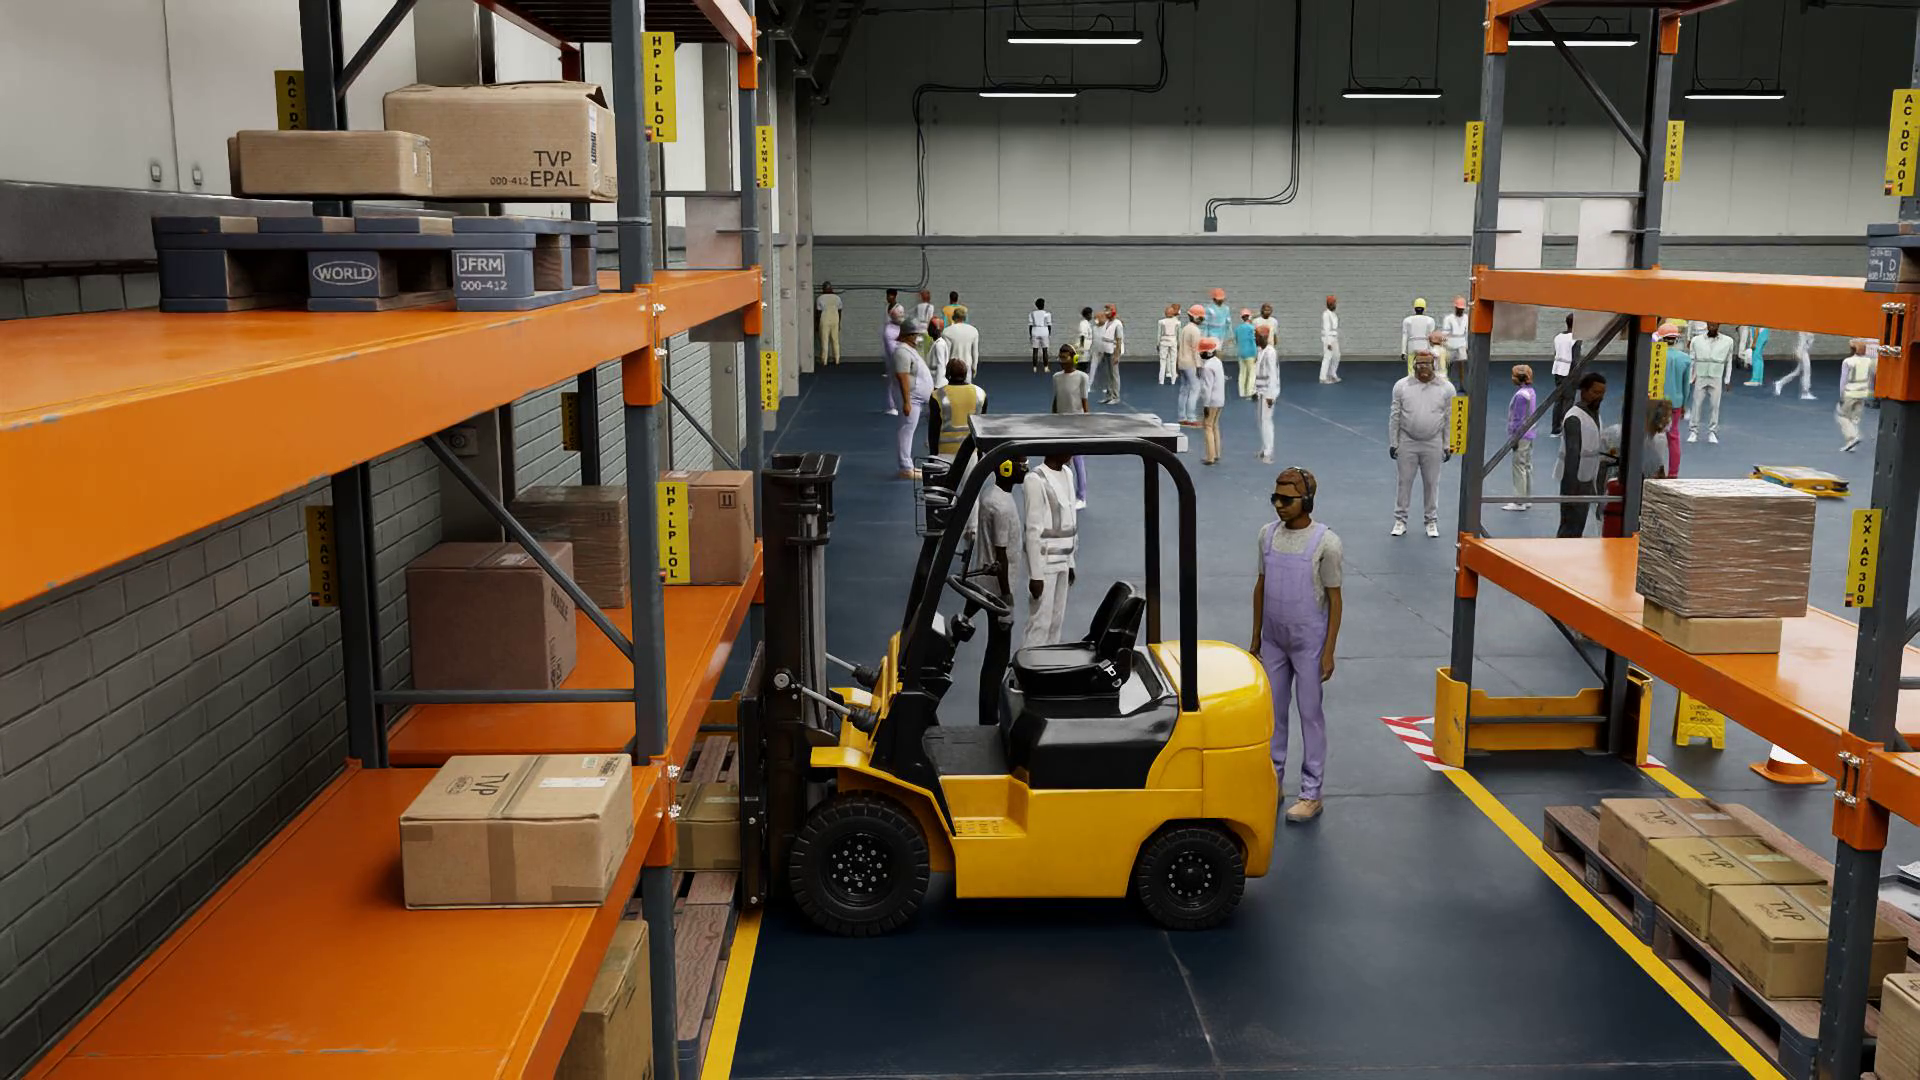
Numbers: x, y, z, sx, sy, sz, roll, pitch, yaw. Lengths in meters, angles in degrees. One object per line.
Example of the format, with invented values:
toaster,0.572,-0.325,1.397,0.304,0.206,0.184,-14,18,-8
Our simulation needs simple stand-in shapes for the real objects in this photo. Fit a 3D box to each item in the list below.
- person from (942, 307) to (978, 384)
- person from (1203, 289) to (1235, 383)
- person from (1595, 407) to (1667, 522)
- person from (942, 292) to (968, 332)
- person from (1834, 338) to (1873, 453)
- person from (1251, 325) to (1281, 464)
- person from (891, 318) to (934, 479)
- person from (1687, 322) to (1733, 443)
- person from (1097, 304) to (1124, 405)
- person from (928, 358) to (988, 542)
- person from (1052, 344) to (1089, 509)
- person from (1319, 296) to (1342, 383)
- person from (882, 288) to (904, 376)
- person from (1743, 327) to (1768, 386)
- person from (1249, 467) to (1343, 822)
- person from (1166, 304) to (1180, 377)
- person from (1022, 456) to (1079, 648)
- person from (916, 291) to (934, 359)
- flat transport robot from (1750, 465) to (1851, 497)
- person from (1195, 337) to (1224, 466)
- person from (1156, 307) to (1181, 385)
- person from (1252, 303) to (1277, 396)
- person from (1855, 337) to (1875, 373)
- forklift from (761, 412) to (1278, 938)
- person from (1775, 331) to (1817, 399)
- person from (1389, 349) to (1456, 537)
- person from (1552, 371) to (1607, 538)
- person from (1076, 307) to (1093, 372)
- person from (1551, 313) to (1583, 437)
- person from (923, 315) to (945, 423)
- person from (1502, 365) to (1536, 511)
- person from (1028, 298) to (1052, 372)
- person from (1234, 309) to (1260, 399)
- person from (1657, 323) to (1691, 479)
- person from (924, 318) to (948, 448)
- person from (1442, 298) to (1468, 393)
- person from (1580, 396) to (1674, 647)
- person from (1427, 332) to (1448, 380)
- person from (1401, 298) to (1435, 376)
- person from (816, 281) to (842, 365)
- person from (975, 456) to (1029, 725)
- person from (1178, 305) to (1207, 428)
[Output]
person,-0.009,-2.785,26.856,0.638,1.938,0.356,-5,11,-24
person,5.510,-4.291,35.076,0.639,1.990,1.022,-6,12,-29
person,5.309,-0.283,13.188,0.517,1.842,0.325,7,12,34
person,-0.133,-4.433,36.212,0.618,1.894,0.573,-3,11,-18
person,12.665,-2.035,23.550,0.523,1.627,0.395,-2,10,-14
person,4.184,-1.979,22.632,0.355,1.876,0.793,1,10,4
person,-0.602,-1.803,21.102,0.537,2.000,0.689,0,10,2
person,11.151,-2.398,24.763,0.596,1.917,0.372,4,11,21
person,2.801,-3.410,30.598,0.390,1.846,0.564,-4,11,-22
person,-0.039,-0.887,16.561,0.625,1.844,0.429,-4,11,-24
person,1.225,-1.265,18.630,0.501,1.862,0.327,8,13,37
person,7.814,-4.220,35.121,0.404,1.853,0.673,8,13,36
person,-1.482,-4.579,36.780,0.361,1.962,0.614,-8,13,-38
person,16.589,-4.116,34.580,0.361,1.834,0.519,8,13,39
person,1.728,0.535,8.633,0.325,1.840,0.516,-10,14,-43
person,4.735,-4.424,36.866,0.282,1.626,0.500,3,11,15
person,0.576,0.166,10.573,0.337,1.882,0.585,5,11,25
person,-0.760,-4.758,38.027,0.413,1.872,0.602,-9,14,-42
flat transport robot,10.081,-0.715,19.972,0.652,0.197,1.431,1,10,7
person,3.352,-1.870,22.375,0.387,1.726,0.633,5,11,24
person,4.374,-4.061,34.824,0.524,1.632,0.315,-1,10,-6
person,5.805,-3.627,31.858,0.538,1.828,0.407,-2,10,-9
person,20.623,-4.774,37.701,0.646,2.014,0.759,1,10,3
forklift,0.291,0.548,7.580,2.313,2.155,1.214,0,10,-2
person,16.053,-3.560,31.822,0.706,1.712,0.516,7,12,34
person,4.680,-0.979,16.890,0.641,1.908,0.407,3,11,14
person,5.220,-0.472,14.048,0.396,1.912,0.590,7,12,35
person,2.497,-3.855,33.583,0.319,1.670,0.642,2,10,11
person,9.229,-2.491,25.314,0.384,1.910,0.593,-2,10,-13
person,-0.361,-2.800,27.335,0.501,1.796,0.644,-2,10,-11
person,6.253,-1.134,18.533,0.314,1.632,0.522,6,12,32
person,1.835,-4.682,38.092,0.534,1.698,0.322,2,10,12
person,5.450,-3.535,31.667,0.394,1.717,0.598,-8,13,-38
person,8.679,-1.675,20.521,0.623,1.992,0.396,-2,10,-10
person,-0.341,-2.276,24.174,0.353,1.884,0.578,-1,10,-5
person,9.881,-3.874,33.161,0.566,1.877,0.840,0,10,2
person,5.001,-0.116,12.104,0.890,1.887,0.668,4,11,23
person,7.290,-2.384,25.519,0.567,1.605,0.578,8,13,36
person,8.620,-3.582,31.334,0.593,1.924,0.384,2,10,9
person,-3.239,-5.292,40.541,0.678,2.000,0.536,-6,12,-28
person,0.254,0.314,9.831,0.328,1.861,0.503,-1,10,-6
person,3.743,-2.782,26.747,0.452,1.983,0.707,-1,10,-7
